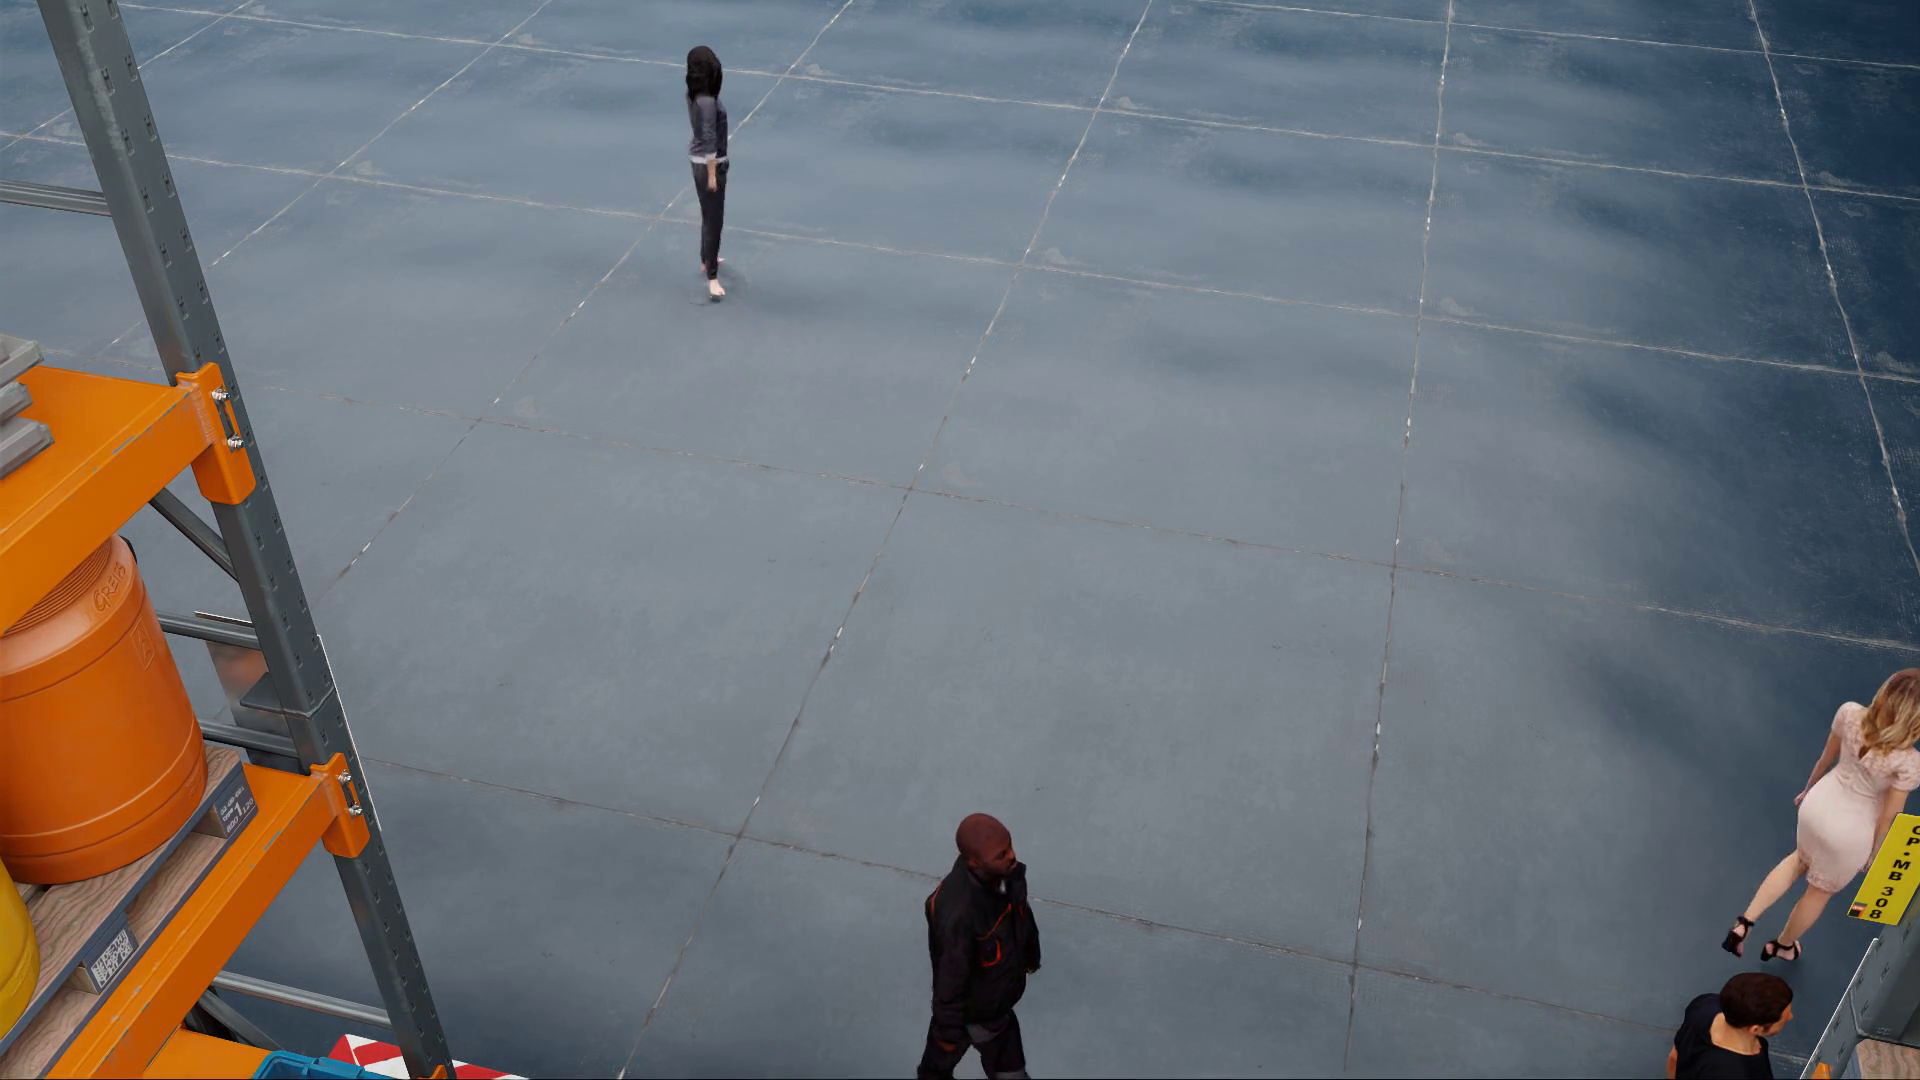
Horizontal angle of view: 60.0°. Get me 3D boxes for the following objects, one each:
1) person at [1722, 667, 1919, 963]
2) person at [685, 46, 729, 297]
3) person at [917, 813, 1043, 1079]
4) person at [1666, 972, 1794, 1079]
[{"bbox_3d":[3.628,1.234,7.018,0.864,1.820,0.823,-14,40,-17],"label":"person"},{"bbox_3d":[-1.848,-2.655,12.063,0.895,1.728,0.765,-7,39,-8],"label":"person"},{"bbox_3d":[-0.024,1.685,6.459,0.792,1.799,1.013,11,39,13],"label":"person"},{"bbox_3d":[2.559,2.123,5.850,0.756,1.859,0.553,0,38,0],"label":"person"}]
